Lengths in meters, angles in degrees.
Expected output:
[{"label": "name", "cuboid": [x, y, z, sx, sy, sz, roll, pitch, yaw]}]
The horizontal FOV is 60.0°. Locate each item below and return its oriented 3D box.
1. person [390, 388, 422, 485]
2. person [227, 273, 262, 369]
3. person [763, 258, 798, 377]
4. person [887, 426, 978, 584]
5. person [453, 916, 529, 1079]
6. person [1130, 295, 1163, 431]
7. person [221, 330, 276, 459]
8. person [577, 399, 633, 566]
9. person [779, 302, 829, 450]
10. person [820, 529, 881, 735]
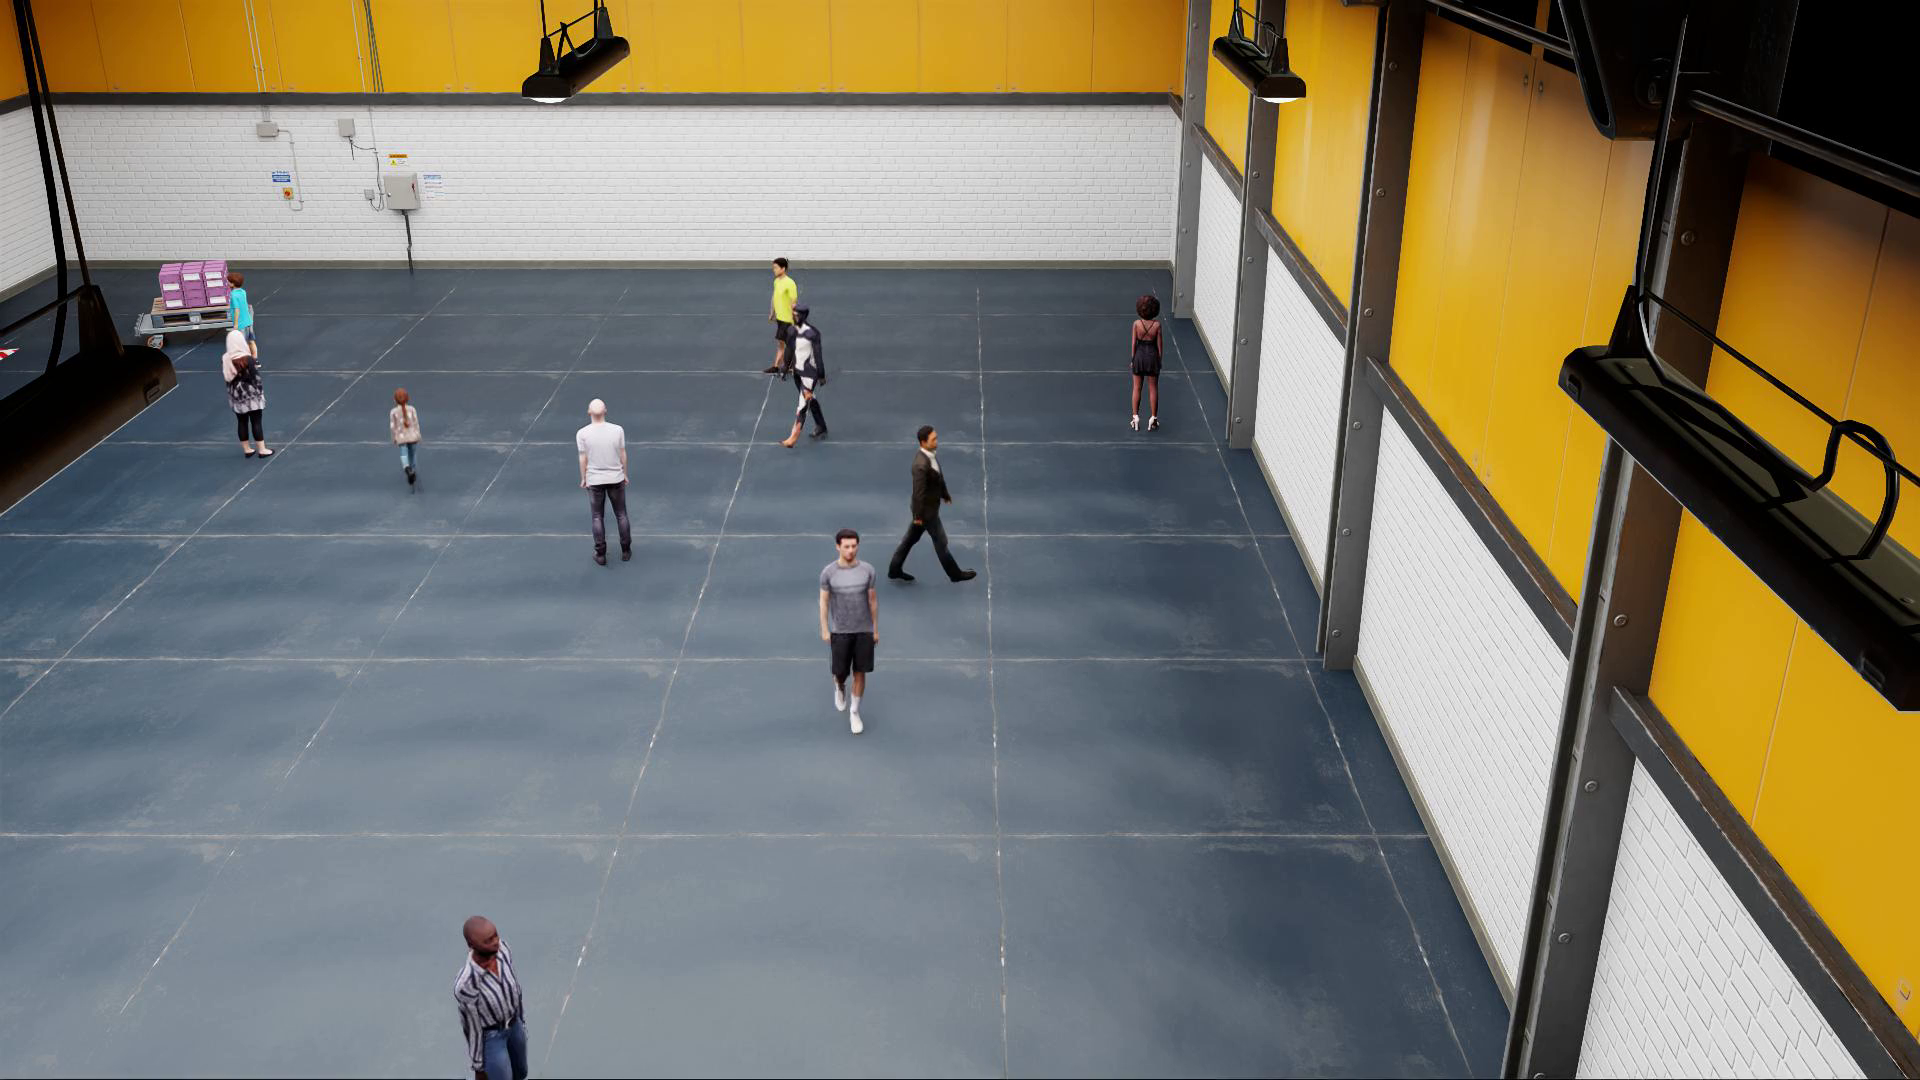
[{"label": "person", "cuboid": [-6.634, -1.228, 19.935, 0.654, 1.185, 0.795, -10, 26, -22]}, {"label": "person", "cuboid": [-10.362, -3.161, 24.030, 0.585, 1.448, 0.425, 1, 24, 2]}, {"label": "person", "cuboid": [-2.436, -3.222, 23.877, 1.028, 1.681, 1.020, -16, 28, -32]}, {"label": "person", "cuboid": [-0.447, -0.331, 17.180, 0.742, 1.749, 1.087, 0, 24, 0]}, {"label": "person", "cuboid": [-2.785, 2.920, 9.704, 0.880, 1.780, 0.958, 8, 25, 17]}, {"label": "person", "cuboid": [2.421, -2.303, 21.642, 0.598, 1.788, 0.575, 3, 24, 8]}, {"label": "person", "cuboid": [-8.902, -1.809, 20.711, 0.666, 1.630, 0.662, 4, 24, 9]}, {"label": "person", "cuboid": [-3.795, -0.632, 17.765, 0.733, 1.832, 0.703, -8, 25, -17]}, {"label": "person", "cuboid": [-1.902, -2.104, 21.123, 1.202, 1.839, 1.307, 19, 30, 36]}, {"label": "person", "cuboid": [-0.956, 0.748, 14.574, 0.747, 1.859, 0.876, -4, 24, -10]}]
